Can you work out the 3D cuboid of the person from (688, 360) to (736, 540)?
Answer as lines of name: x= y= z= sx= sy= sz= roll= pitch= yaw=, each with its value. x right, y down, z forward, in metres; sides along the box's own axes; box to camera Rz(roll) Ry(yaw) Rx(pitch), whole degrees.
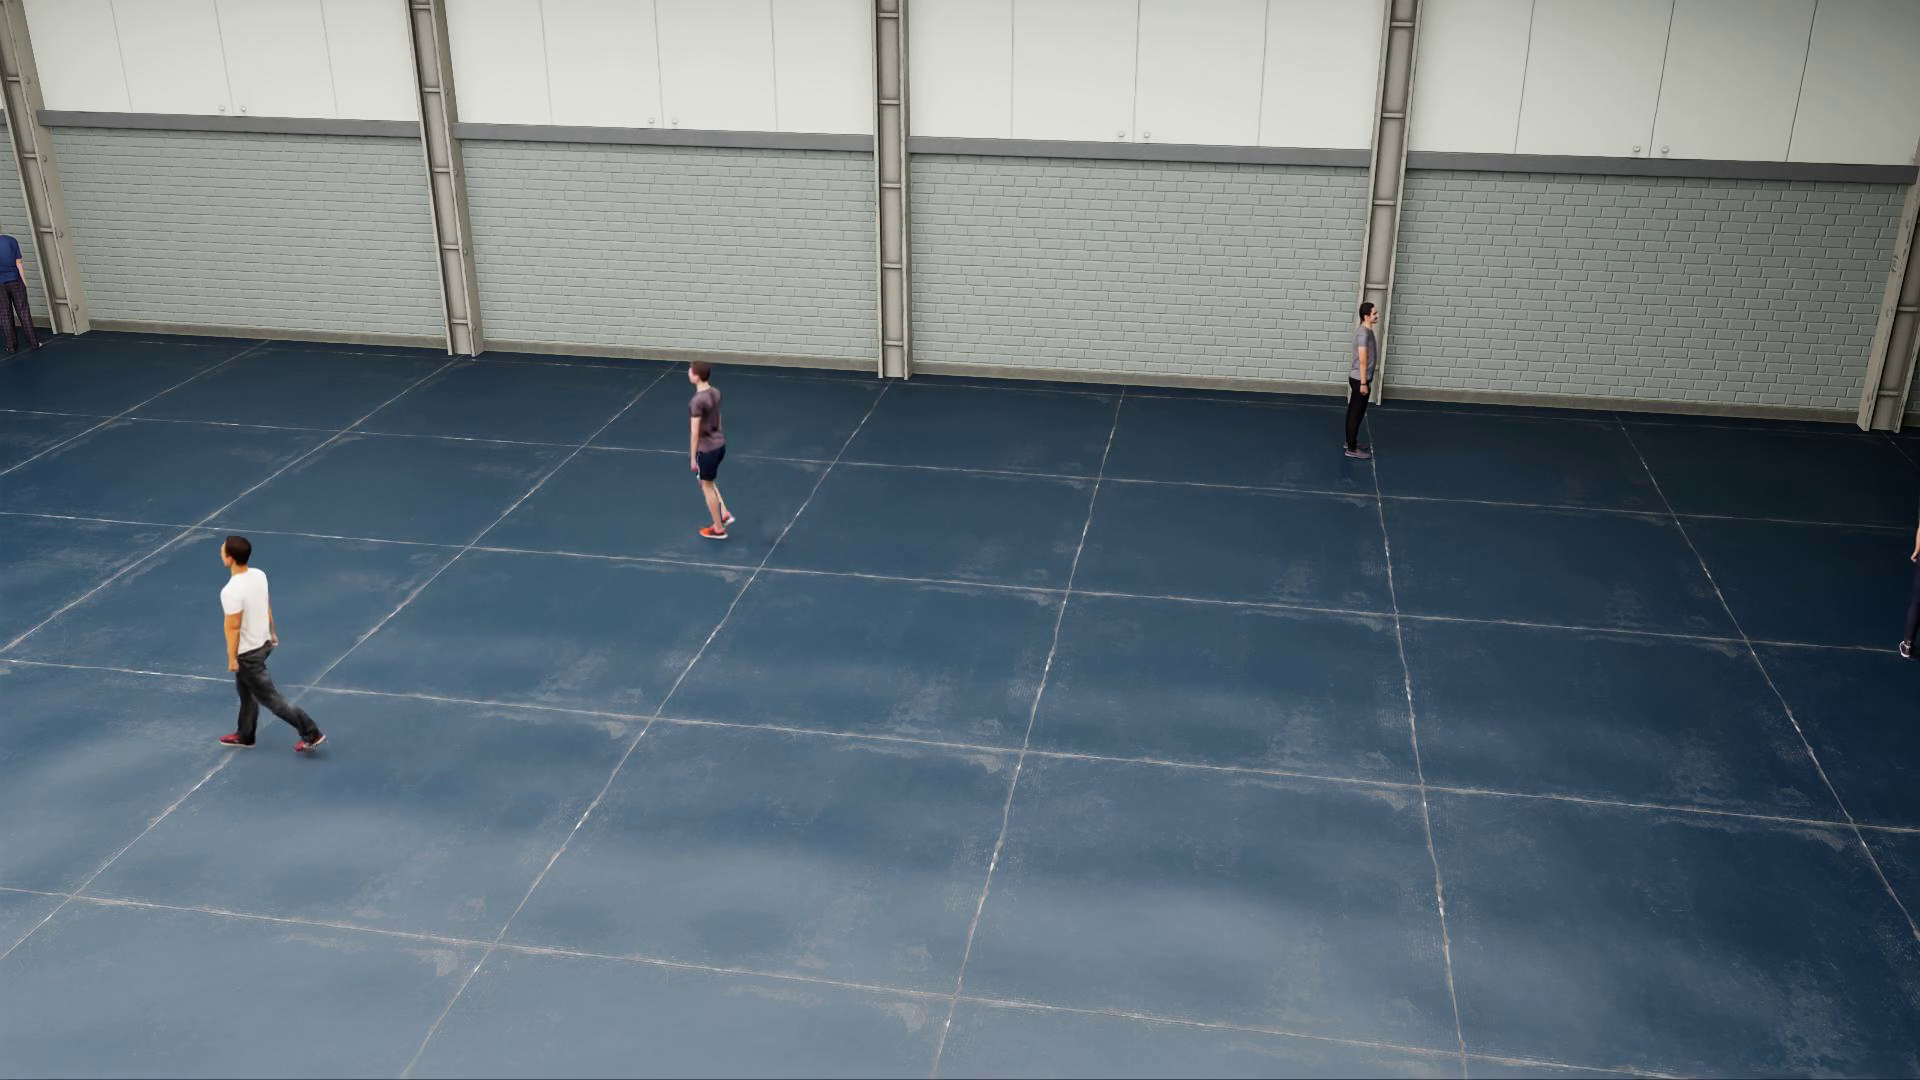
person: x=-2.403 y=-0.875 z=16.414 sx=0.721 sy=1.841 sz=0.717 roll=8 pitch=24 yaw=18

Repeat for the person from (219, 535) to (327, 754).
person: x=-5.240 y=0.830 z=12.494 sx=1.136 sy=1.771 sz=0.725 roll=1 pitch=23 yaw=3

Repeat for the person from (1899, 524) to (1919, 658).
person: x=8.287 y=0.172 z=14.042 sx=0.628 sy=1.770 sz=0.750 roll=17 pitch=28 yaw=34

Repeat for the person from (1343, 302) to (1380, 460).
person: x=4.523 y=-1.828 z=18.764 sx=0.526 sy=1.754 sz=0.608 roll=4 pitch=23 yaw=10

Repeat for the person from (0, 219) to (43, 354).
person: x=-12.880 y=-3.477 z=22.495 sx=0.695 sy=1.870 sz=0.798 roll=-11 pitch=25 yaw=-24
